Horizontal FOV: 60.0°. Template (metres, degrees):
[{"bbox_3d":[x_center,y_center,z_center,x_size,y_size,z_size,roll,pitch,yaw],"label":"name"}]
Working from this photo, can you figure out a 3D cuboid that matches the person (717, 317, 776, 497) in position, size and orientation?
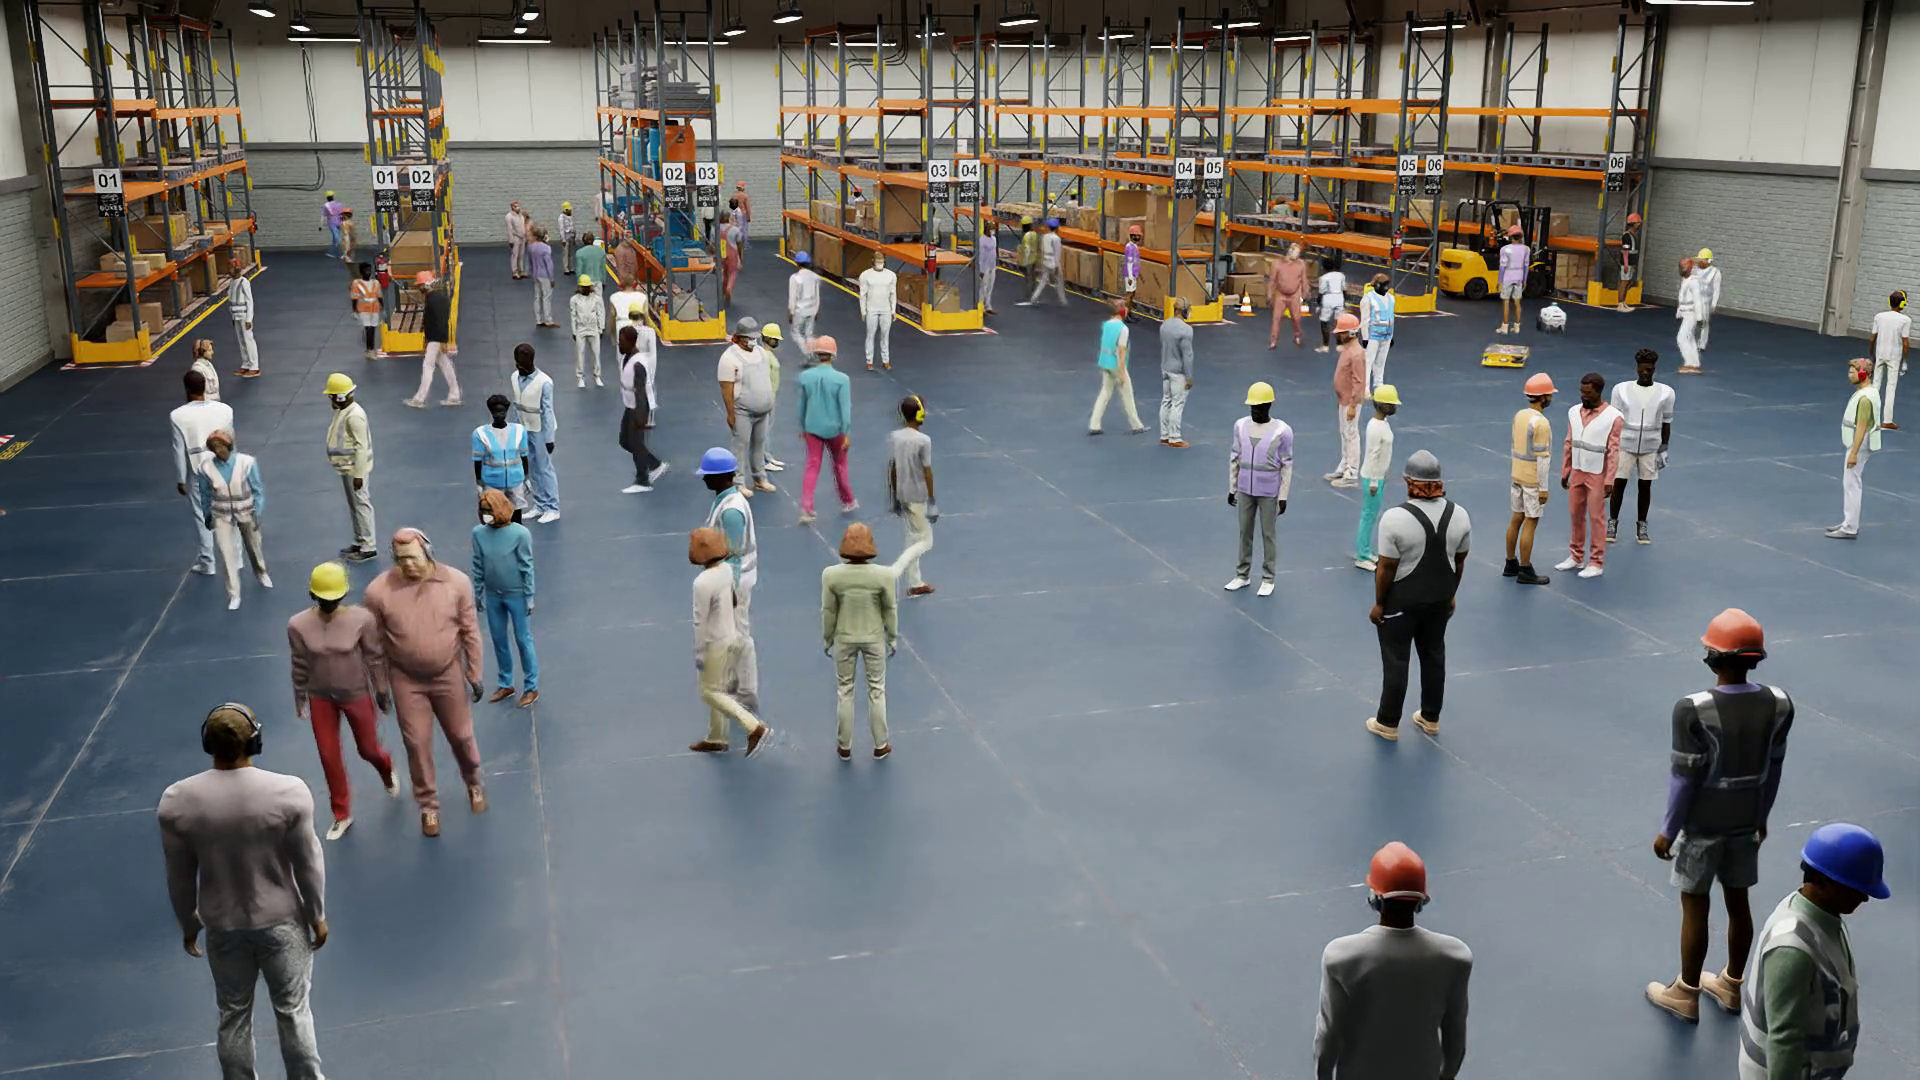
[{"bbox_3d":[-2.345,-1.500,18.582,0.535,2.000,0.686,10,18,34],"label":"person"}]

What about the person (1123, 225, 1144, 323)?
[{"bbox_3d":[3.442,-5.272,33.004,0.383,1.929,0.539,4,15,15],"label":"person"}]

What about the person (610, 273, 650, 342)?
[{"bbox_3d":[-4.953,-3.101,25.037,0.597,1.818,0.689,-2,15,-6],"label":"person"}]

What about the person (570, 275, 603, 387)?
[{"bbox_3d":[-5.743,-3.222,25.649,0.486,1.736,0.320,-5,16,-19],"label":"person"}]

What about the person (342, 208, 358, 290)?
[{"bbox_3d":[-14.229,-6.772,38.755,0.325,1.883,0.761,0,15,-1],"label":"person"}]

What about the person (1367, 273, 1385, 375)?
[{"bbox_3d":[6.714,-3.491,26.877,0.279,1.628,0.505,-6,16,-22],"label":"person"}]

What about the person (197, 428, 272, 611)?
[{"bbox_3d":[-6.398,-0.240,14.681,0.527,1.600,0.717,-5,16,-17],"label":"person"}]

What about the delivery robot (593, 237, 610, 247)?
[{"bbox_3d":[-10.147,-8.229,46.570,0.707,0.478,0.477,7,17,26],"label":"delivery robot"}]

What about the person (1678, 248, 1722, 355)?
[{"bbox_3d":[12.887,-4.152,28.955,0.404,1.835,0.587,-11,18,-35],"label":"person"}]

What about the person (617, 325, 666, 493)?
[{"bbox_3d":[-3.634,-1.476,18.765,0.474,1.906,0.598,-8,17,-26],"label":"person"}]

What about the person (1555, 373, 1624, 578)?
[{"bbox_3d":[5.875,-0.617,15.522,0.403,1.908,0.599,-8,17,-28],"label":"person"}]

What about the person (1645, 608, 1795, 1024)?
[{"bbox_3d":[3.609,1.321,7.961,0.608,2.045,0.392,-3,15,-12],"label":"person"}]

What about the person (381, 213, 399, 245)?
[{"bbox_3d":[-16.005,-8.943,47.004,0.640,1.829,0.430,-3,15,-12],"label":"person"}]

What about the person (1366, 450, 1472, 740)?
[{"bbox_3d":[3.129,0.370,11.546,0.689,2.000,0.539,-5,16,-17],"label":"person"}]

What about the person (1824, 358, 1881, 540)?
[{"bbox_3d":[9.076,-0.921,16.808,0.402,1.830,0.580,7,17,26],"label":"person"}]

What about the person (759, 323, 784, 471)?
[{"bbox_3d":[-2.267,-1.713,19.928,0.322,1.761,0.522,-1,15,-2],"label":"person"}]

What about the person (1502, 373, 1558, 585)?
[{"bbox_3d":[5.244,-0.563,15.245,0.352,1.942,0.545,-3,15,-10],"label":"person"}]

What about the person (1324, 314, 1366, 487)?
[{"bbox_3d":[4.435,-1.600,19.058,0.400,1.989,0.612,1,15,3],"label":"person"}]

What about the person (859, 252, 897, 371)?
[{"bbox_3d":[-1.333,-3.741,27.211,0.631,1.939,0.372,-4,16,-16],"label":"person"}]

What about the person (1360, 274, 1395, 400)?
[{"bbox_3d":[6.194,-3.005,24.624,0.627,1.847,0.429,-9,17,-31],"label":"person"}]

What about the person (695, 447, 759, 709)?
[{"bbox_3d":[-1.686,0.273,12.113,0.421,1.937,0.611,-4,15,-14],"label":"person"}]

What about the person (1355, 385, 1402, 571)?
[{"bbox_3d":[3.955,-0.595,15.706,0.330,1.765,0.533,6,16,21],"label":"person"}]

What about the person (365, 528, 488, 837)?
[{"bbox_3d":[-3.229,0.843,10.087,0.683,1.890,0.498,-5,16,-18],"label":"person"}]

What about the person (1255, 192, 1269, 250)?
[{"bbox_3d":[8.879,-9.380,48.790,0.339,1.748,0.565,14,20,42],"label":"person"}]

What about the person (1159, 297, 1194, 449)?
[{"bbox_3d":[2.759,-2.114,21.121,0.388,1.930,0.632,-7,16,-25],"label":"person"}]

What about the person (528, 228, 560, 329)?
[{"bbox_3d":[-8.058,-5.045,32.124,0.627,1.936,0.376,12,19,37],"label":"person"}]

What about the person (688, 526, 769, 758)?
[{"bbox_3d":[-1.582,0.700,11.115,0.553,1.617,0.495,4,15,15],"label":"person"}]

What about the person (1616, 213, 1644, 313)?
[{"bbox_3d":[13.940,-5.762,34.606,0.364,2.048,0.611,10,18,33],"label":"person"}]

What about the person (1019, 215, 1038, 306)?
[{"bbox_3d":[1.464,-6.001,35.742,0.387,1.923,0.593,5,16,19],"label":"person"}]

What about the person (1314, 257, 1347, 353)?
[{"bbox_3d":[6.541,-4.108,29.108,0.653,1.674,0.318,-5,16,-19],"label":"person"}]

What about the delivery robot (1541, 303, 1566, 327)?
[{"bbox_3d":[11.314,-4.281,31.716,0.477,0.478,0.707,2,15,7],"label":"delivery robot"}]

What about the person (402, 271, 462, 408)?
[{"bbox_3d":[-7.683,-2.875,23.922,0.934,1.951,0.636,-6,16,-20],"label":"person"}]

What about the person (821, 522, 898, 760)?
[{"bbox_3d":[-0.670,0.683,11.146,0.507,1.632,0.276,0,15,0],"label":"person"}]

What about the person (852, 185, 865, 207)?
[{"bbox_3d":[-2.912,-9.156,47.582,0.349,1.942,0.545,6,16,22],"label":"person"}]

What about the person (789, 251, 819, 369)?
[{"bbox_3d":[-2.563,-3.760,27.280,0.643,1.934,0.427,-14,21,-43],"label":"person"}]

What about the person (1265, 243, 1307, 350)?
[{"bbox_3d":[5.778,-4.348,29.616,0.802,1.891,0.504,-1,15,-2],"label":"person"}]

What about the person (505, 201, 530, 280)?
[{"bbox_3d":[-10.893,-7.389,40.999,0.407,1.908,0.641,5,16,18],"label":"person"}]

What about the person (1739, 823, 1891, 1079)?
[{"bbox_3d":[2.996,1.909,5.953,0.402,1.937,0.604,10,18,32],"label":"person"}]

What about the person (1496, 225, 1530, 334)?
[{"bbox_3d":[10.414,-4.912,31.420,0.614,2.038,0.395,-3,15,-12],"label":"person"}]
